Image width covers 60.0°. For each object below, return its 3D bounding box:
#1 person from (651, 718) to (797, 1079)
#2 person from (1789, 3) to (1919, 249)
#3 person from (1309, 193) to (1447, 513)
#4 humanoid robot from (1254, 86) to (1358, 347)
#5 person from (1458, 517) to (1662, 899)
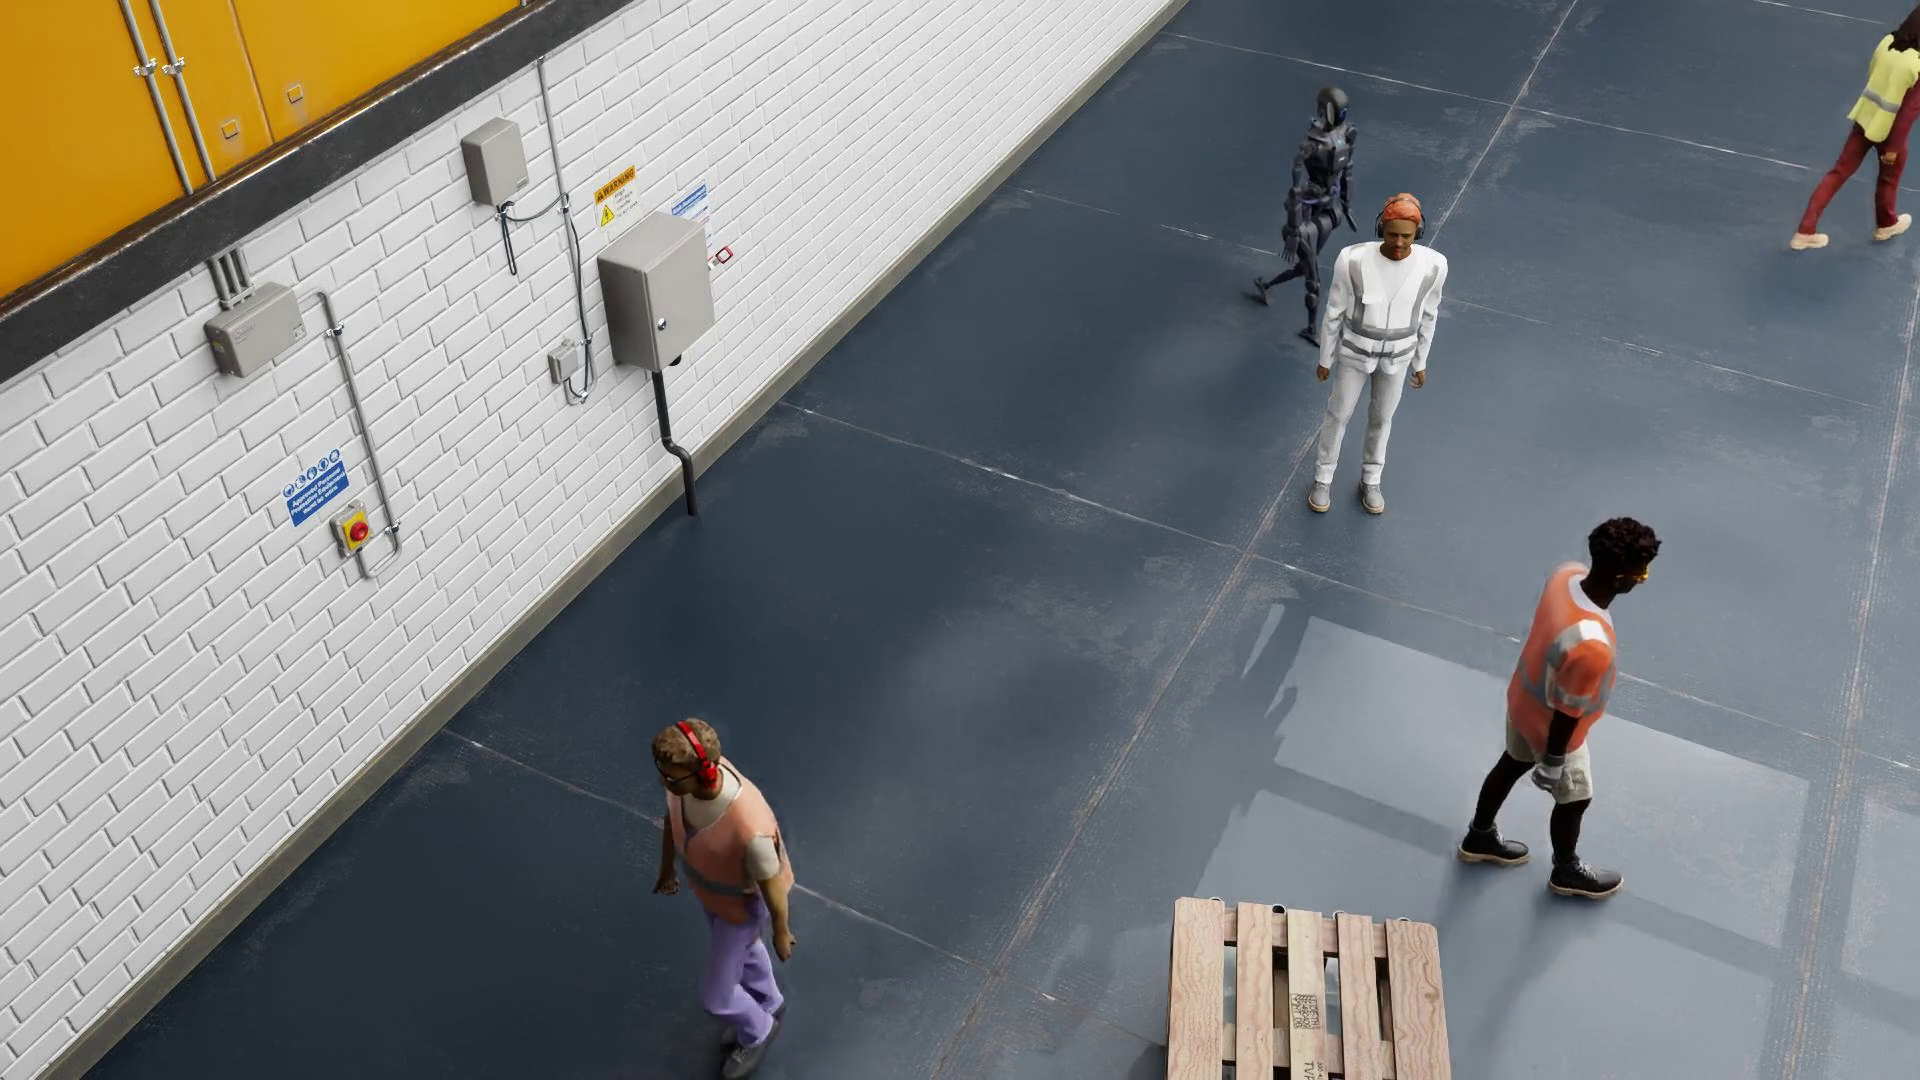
[{"bbox_3d":[-0.891,1.325,6.105,0.544,1.824,0.602,-28,48,-29],"label":"person"},{"bbox_3d":[6.053,-2.705,10.862,0.924,1.717,0.490,-13,42,-15],"label":"person"},{"bbox_3d":[2.164,-0.951,8.705,0.582,1.882,0.350,2,41,3],"label":"person"},{"bbox_3d":[2.117,-2.004,10.126,0.585,1.653,0.722,-29,49,-30],"label":"humanoid robot"},{"bbox_3d":[2.553,0.695,6.745,0.742,1.944,0.634,3,41,3],"label":"person"}]
